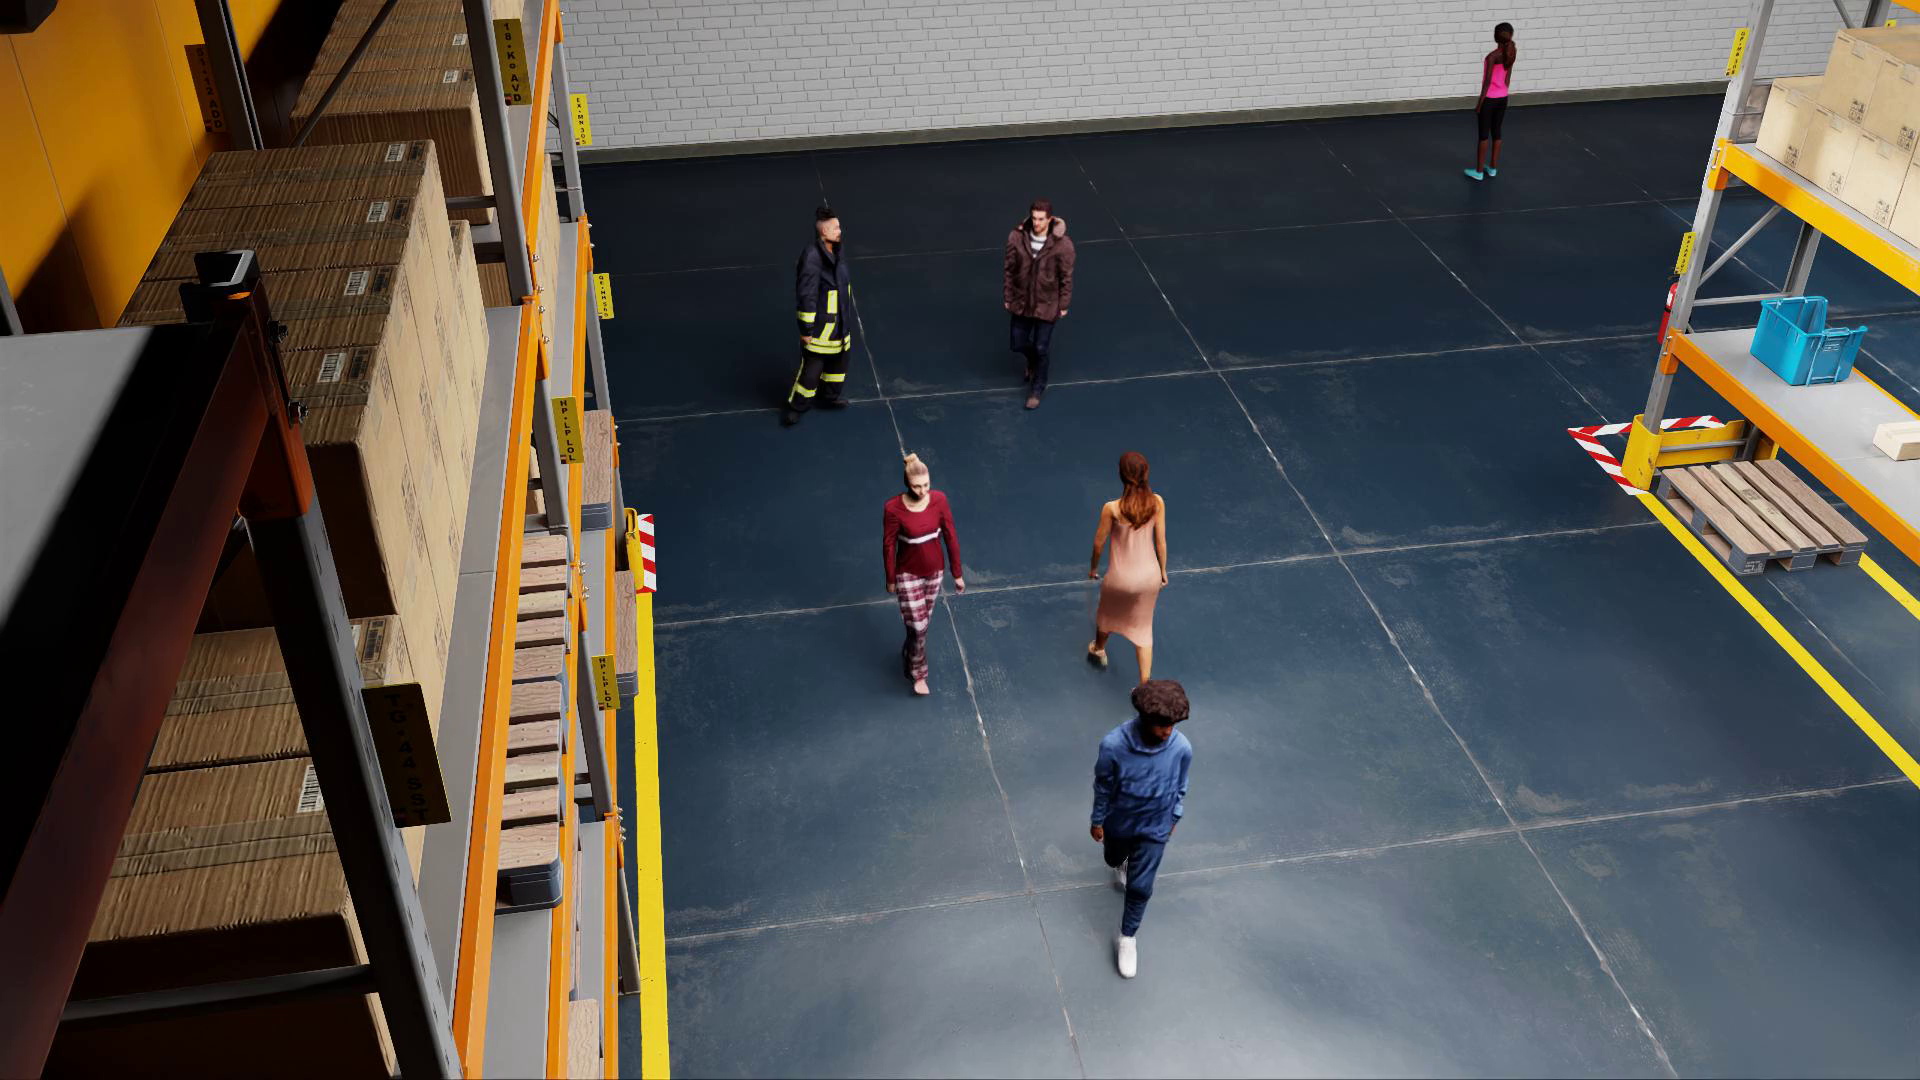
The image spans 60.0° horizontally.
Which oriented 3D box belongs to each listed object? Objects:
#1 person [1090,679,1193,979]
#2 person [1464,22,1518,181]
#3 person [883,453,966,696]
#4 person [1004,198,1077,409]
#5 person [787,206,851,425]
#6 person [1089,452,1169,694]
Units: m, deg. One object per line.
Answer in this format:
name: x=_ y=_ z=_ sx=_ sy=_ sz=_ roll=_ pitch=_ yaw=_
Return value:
person: x=0.932 y=1.418 z=8.918 sx=0.847 sy=1.775 sz=1.166 roll=3 pitch=34 yaw=5
person: x=5.909 y=-4.863 z=18.413 sx=0.632 sy=1.724 sz=0.636 roll=-16 pitch=37 yaw=-23
person: x=-0.300 y=0.160 z=10.888 sx=0.745 sy=1.689 sz=0.813 roll=-17 pitch=37 yaw=-24
person: x=0.667 y=-2.047 z=14.073 sx=0.954 sy=1.837 sz=1.016 roll=11 pitch=35 yaw=16
person: x=-1.171 y=-1.867 z=13.805 sx=1.080 sy=1.835 sz=0.994 roll=25 pitch=41 yaw=33
person: x=1.079 y=0.241 z=10.674 sx=0.666 sy=1.789 sz=0.983 roll=-7 pitch=34 yaw=-11
